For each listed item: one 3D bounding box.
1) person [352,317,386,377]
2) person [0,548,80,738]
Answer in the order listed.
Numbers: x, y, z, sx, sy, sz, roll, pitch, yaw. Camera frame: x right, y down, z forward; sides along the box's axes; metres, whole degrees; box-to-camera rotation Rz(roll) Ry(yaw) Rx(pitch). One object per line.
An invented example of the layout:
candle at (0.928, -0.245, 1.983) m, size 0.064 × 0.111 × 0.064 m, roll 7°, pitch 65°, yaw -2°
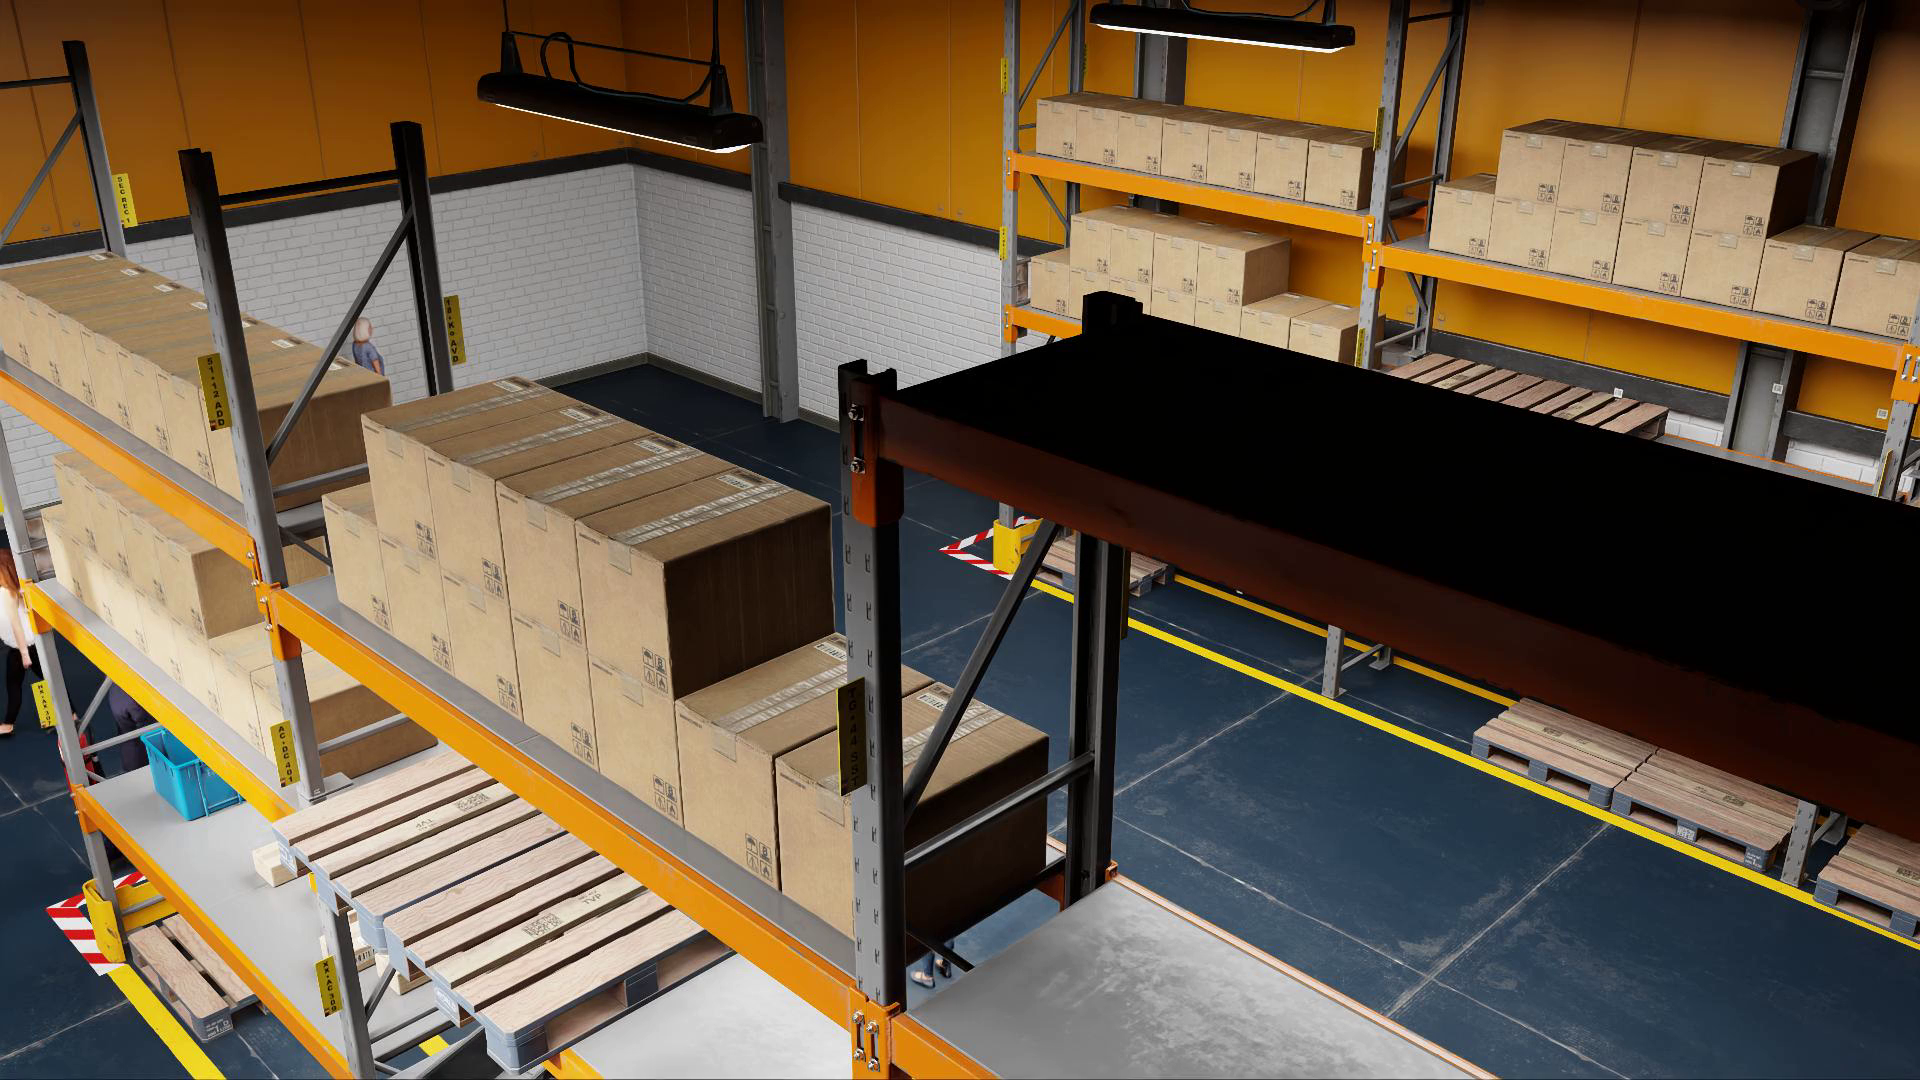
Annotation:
person at (-7.137, -1.851, 20.141) m, size 0.502 × 1.719 × 0.675 m, roll 16°, pitch 28°, yaw 32°
person at (-7.747, 0.868, 13.956) m, size 0.957 × 1.691 × 1.011 m, roll -6°, pitch 24°, yaw -14°
